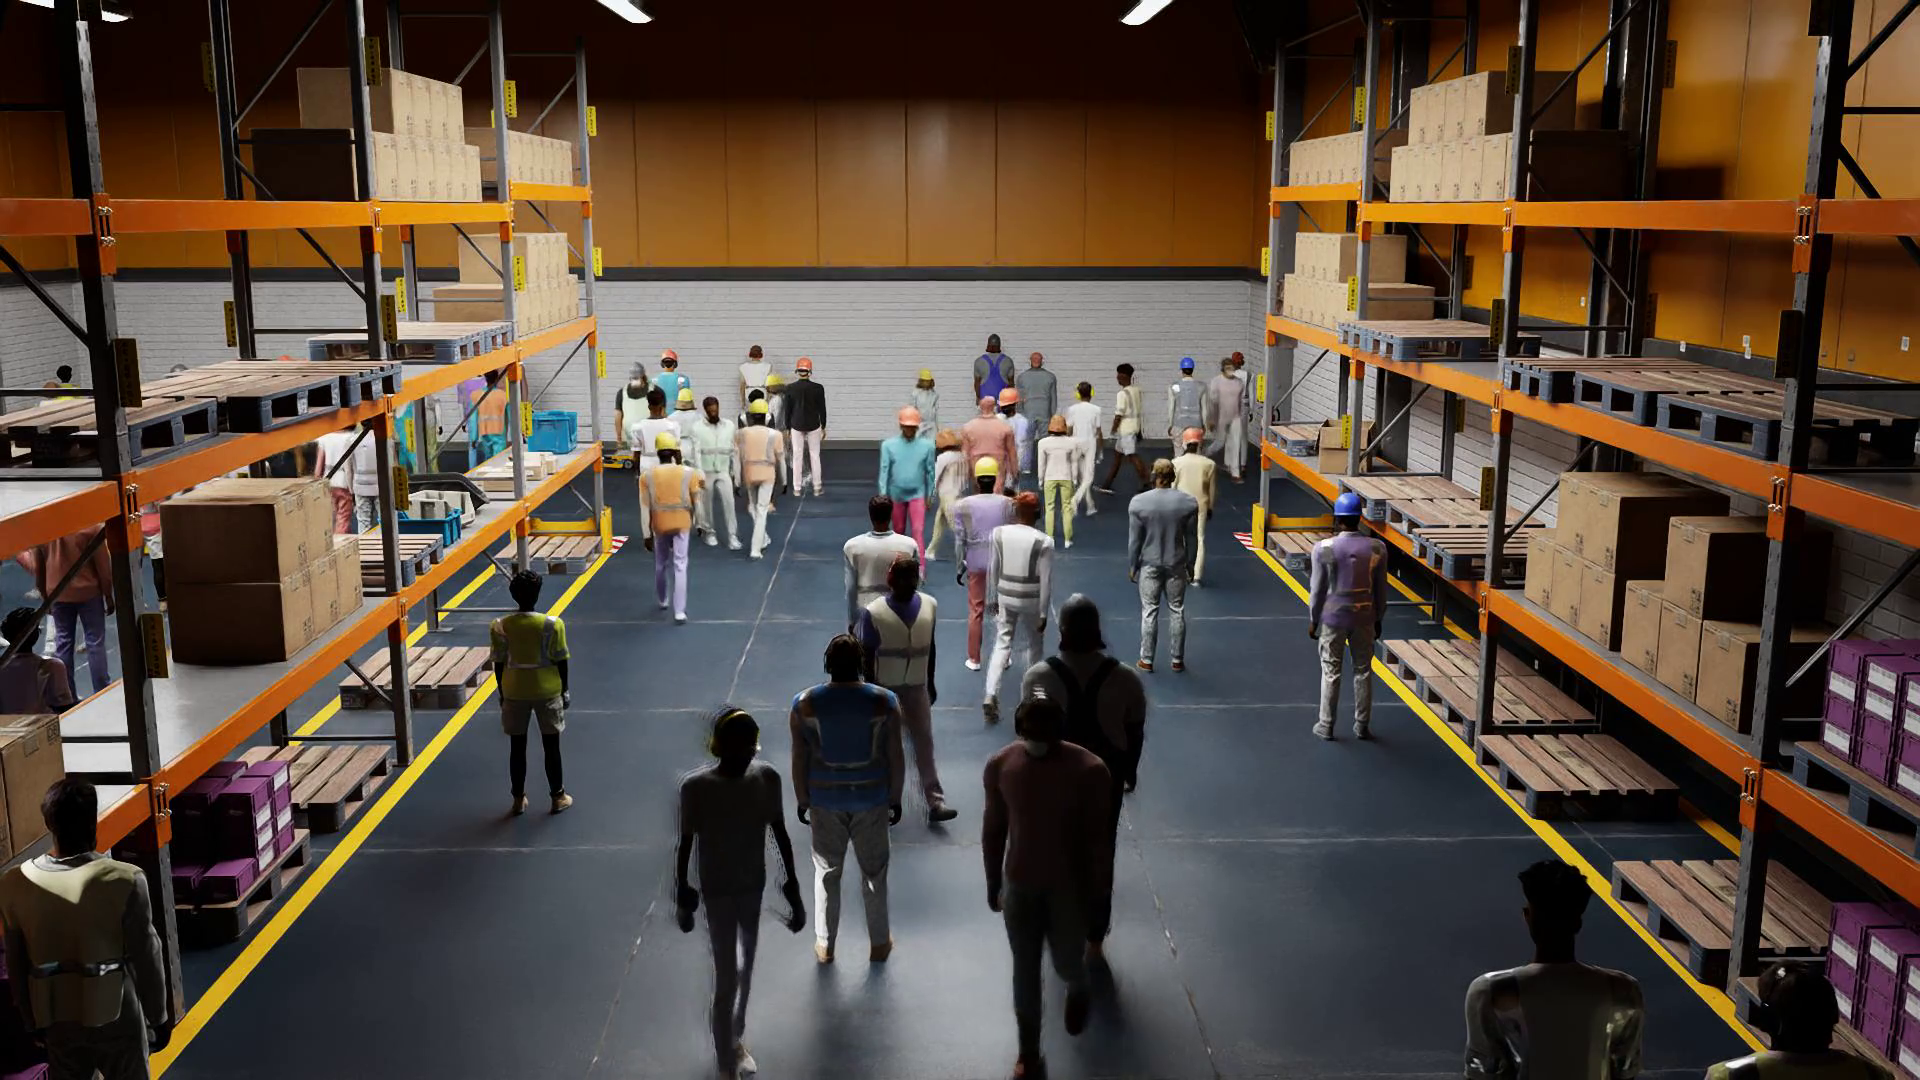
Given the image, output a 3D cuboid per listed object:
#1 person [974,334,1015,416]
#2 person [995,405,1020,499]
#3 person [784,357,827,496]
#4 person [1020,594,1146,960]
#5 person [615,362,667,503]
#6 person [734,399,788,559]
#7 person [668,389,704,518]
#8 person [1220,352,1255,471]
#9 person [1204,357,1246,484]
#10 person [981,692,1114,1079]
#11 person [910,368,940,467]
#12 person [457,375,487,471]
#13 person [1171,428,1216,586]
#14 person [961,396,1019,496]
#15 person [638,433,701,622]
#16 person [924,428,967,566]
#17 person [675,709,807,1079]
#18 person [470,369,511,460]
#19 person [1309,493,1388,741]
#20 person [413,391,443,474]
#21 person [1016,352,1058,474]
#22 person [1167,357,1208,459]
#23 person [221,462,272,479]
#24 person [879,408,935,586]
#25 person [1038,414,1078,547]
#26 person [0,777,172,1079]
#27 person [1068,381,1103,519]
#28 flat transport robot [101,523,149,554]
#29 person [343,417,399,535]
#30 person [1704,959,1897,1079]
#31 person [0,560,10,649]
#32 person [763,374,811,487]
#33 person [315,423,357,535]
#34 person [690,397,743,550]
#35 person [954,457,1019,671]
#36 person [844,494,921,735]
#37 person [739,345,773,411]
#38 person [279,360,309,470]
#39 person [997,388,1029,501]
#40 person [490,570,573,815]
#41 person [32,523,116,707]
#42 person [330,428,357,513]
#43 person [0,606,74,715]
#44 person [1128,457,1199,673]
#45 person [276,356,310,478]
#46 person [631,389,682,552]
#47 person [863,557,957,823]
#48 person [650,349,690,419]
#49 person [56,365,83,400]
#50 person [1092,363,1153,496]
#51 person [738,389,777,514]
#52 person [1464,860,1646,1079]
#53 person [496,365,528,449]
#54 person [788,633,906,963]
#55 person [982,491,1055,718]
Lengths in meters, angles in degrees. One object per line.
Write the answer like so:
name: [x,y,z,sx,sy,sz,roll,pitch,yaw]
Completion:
person: [0.565,-2.441,27.872,0.683,2.000,0.538,0,11,-2]
person: [0.630,-1.137,22.351,0.512,1.637,0.307,0,11,-2]
person: [-2.215,-1.622,23.881,0.610,1.995,0.375,0,11,-2]
person: [0.684,1.246,9.382,0.702,2.000,1.007,0,11,-1]
person: [-4.467,-1.494,23.121,0.709,2.000,0.972,1,11,6]
person: [-2.368,-0.735,19.745,0.609,1.876,1.008,1,11,7]
person: [-3.631,-1.138,22.126,0.501,1.733,0.376,0,11,-2]
person: [4.342,-2.018,26.153,0.575,1.882,0.355,0,11,-2]
person: [3.973,-1.818,25.102,0.648,1.913,0.799,-5,12,-25]
person: [0.427,1.603,7.910,0.659,1.916,0.584,3,12,17]
person: [-0.564,-1.766,25.304,0.492,1.725,0.665,-5,12,-23]
person: [-7.226,-1.808,24.990,0.587,1.926,0.368,0,11,-2]
person: [2.534,-0.386,18.398,0.588,1.702,0.912,-1,11,-6]
person: [0.370,-0.821,20.232,0.671,1.852,1.004,3,12,14]
person: [-2.919,-0.143,16.783,0.604,1.871,1.009,-2,11,-8]
person: [-0.134,-0.503,19.276,0.846,1.594,0.499,5,12,22]
person: [-1.004,1.676,7.733,0.517,1.838,0.708,-7,13,-31]
person: [-6.604,-1.516,23.695,0.600,1.855,1.028,0,11,1]
person: [2.992,0.599,12.860,0.603,1.949,0.384,0,11,-2]
person: [-7.975,-1.749,24.694,0.587,1.926,0.368,0,11,-2]
person: [1.189,-1.966,25.835,0.642,1.907,0.410,0,11,-2]
person: [3.340,-1.710,24.444,0.603,1.946,0.389,0,11,-2]
person: [-7.680,-0.331,18.020,0.560,1.750,0.328,0,11,-2]
person: [-0.584,-0.485,18.337,0.617,1.941,1.035,0,11,-2]
person: [1.190,-0.713,20.232,0.498,1.633,0.285,0,11,-2]
person: [-3.434,1.869,6.571,0.593,1.918,0.391,0,11,-2]
person: [1.645,-1.197,22.163,0.509,1.838,0.779,6,13,29]
flat transport robot: [-10.232,-0.028,20.224,0.652,0.197,1.431,-6,13,-28]
person: [-6.576,-0.557,18.665,0.603,1.946,0.389,0,11,-2]
person: [2.546,2.183,5.191,0.627,1.843,0.429,0,11,-2]
person: [-9.230,0.101,15.467,0.642,1.907,0.410,0,11,-2]
person: [-2.638,-1.604,24.520,0.822,1.709,0.483,-4,12,-20]
person: [-7.100,-0.607,19.186,0.617,1.855,0.976,2,12,12]
person: [-2.939,-0.796,20.077,0.608,1.854,0.985,-6,13,-26]
person: [0.242,0.220,14.820,0.587,1.926,0.368,0,11,-2]
person: [-0.602,0.594,12.964,0.593,1.918,0.391,0,11,-2]
person: [-3.397,-2.337,27.837,0.566,1.847,0.389,0,11,-2]
person: [-10.559,-1.976,26.263,0.502,1.748,0.541,10,15,42]
person: [0.609,-0.936,20.632,0.511,1.918,0.567,-6,13,-29]
person: [-2.901,1.038,11.292,0.533,1.697,0.318,0,11,-2]
person: [-7.206,0.434,13.570,0.610,1.995,0.375,0,11,-2]
person: [-8.388,-1.223,22.513,0.486,1.744,0.294,0,11,-2]
person: [-5.705,1.243,10.265,0.533,1.697,0.318,0,11,-2]
person: [1.793,0.229,14.745,0.631,1.939,0.372,0,11,-2]
person: [-9.637,-1.646,23.988,0.682,1.999,0.924,3,12,14]
person: [-3.624,-0.829,19.974,0.604,1.966,0.367,0,11,-2]
person: [-0.352,1.009,11.167,0.593,1.796,0.935,-6,13,-28]
person: [-4.281,-1.808,24.698,0.608,2.042,0.375,0,11,-2]
person: [-13.853,-1.870,25.875,0.533,1.697,0.318,0,11,-2]
person: [2.391,-1.583,23.894,0.997,1.916,0.620,6,13,27]
person: [-2.731,-1.193,22.482,0.533,1.697,0.318,0,11,-2]
person: [1.981,2.028,5.654,0.604,1.965,0.367,0,11,-2]
person: [-7.412,-2.272,27.363,0.642,1.909,0.410,0,11,-2]
person: [-0.608,1.408,9.077,0.627,1.843,0.429,0,11,-2]
person: [0.461,0.522,13.514,0.622,1.860,0.914,5,12,25]
